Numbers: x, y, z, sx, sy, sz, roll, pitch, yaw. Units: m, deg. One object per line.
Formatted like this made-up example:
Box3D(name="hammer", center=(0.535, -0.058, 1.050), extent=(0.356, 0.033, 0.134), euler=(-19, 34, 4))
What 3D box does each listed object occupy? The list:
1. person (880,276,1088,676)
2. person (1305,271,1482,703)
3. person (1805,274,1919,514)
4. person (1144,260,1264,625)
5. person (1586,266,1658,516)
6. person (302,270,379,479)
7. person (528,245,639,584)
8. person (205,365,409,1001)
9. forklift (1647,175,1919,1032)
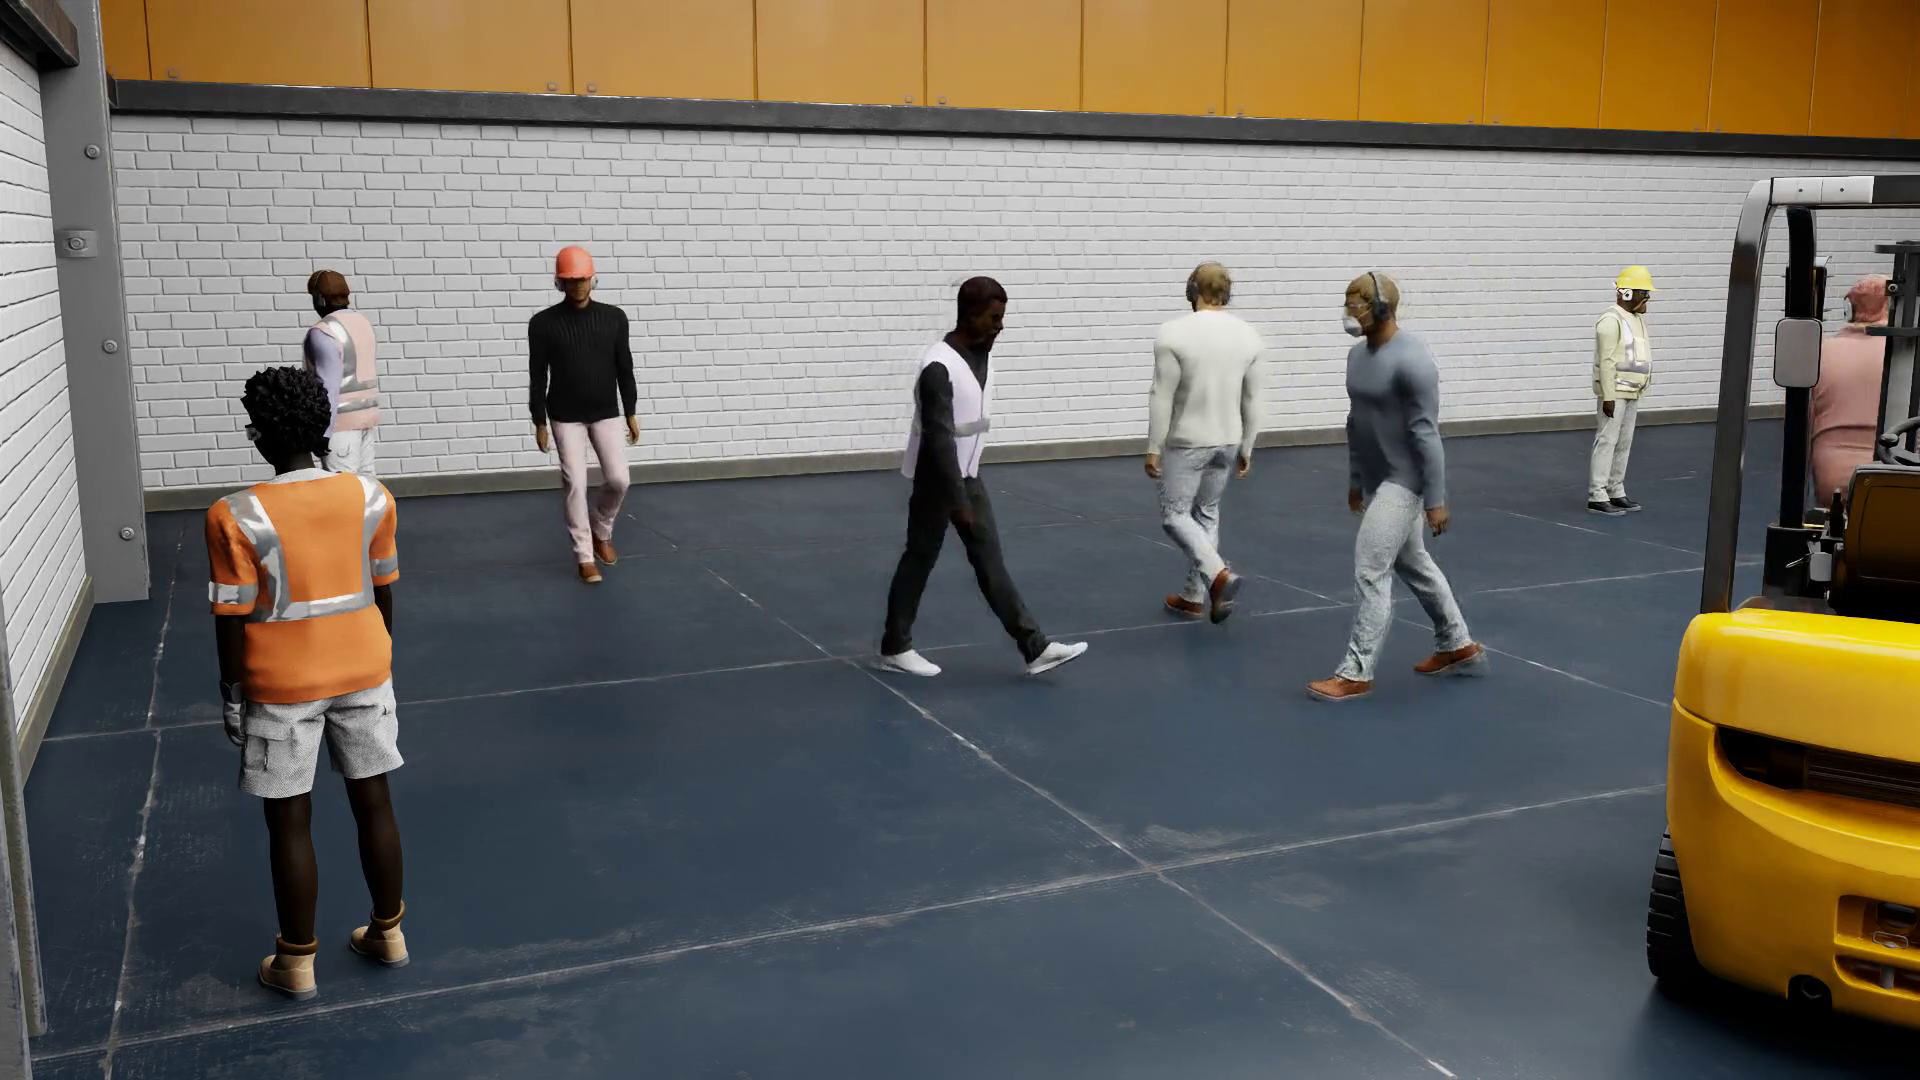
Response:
Box3D(name="person", center=(0.069, -0.253, 7.505), extent=(1.043, 1.846, 0.617), euler=(5, 12, 27))
Box3D(name="person", center=(1.983, -0.244, 7.397), extent=(0.943, 1.893, 0.652), euler=(-2, 11, -13))
Box3D(name="person", center=(4.062, -0.260, 7.537), extent=(0.657, 1.870, 0.841), euler=(10, 14, 43))
Box3D(name="person", center=(1.295, -0.483, 8.636), extent=(0.648, 1.914, 0.707), euler=(-5, 11, -25))
Box3D(name="person", center=(4.874, -1.095, 12.249), extent=(0.403, 1.825, 0.595), euler=(10, 14, 43))
Box3D(name="person", center=(-3.685, -0.677, 9.891), extent=(0.430, 1.841, 0.624), euler=(1, 10, 5))
Box3D(name="person", center=(-2.219, -0.737, 9.818), extent=(0.653, 1.982, 0.453), euler=(-5, 11, -25))
Box3D(name="person", center=(-1.736, 0.382, 4.465), extent=(0.320, 1.694, 0.532), euler=(9, 14, 41))
Box3D(name="forklift", center=(2.810, 0.094, 4.662), extent=(1.214, 2.155, 2.313), euler=(7, 12, 34))
